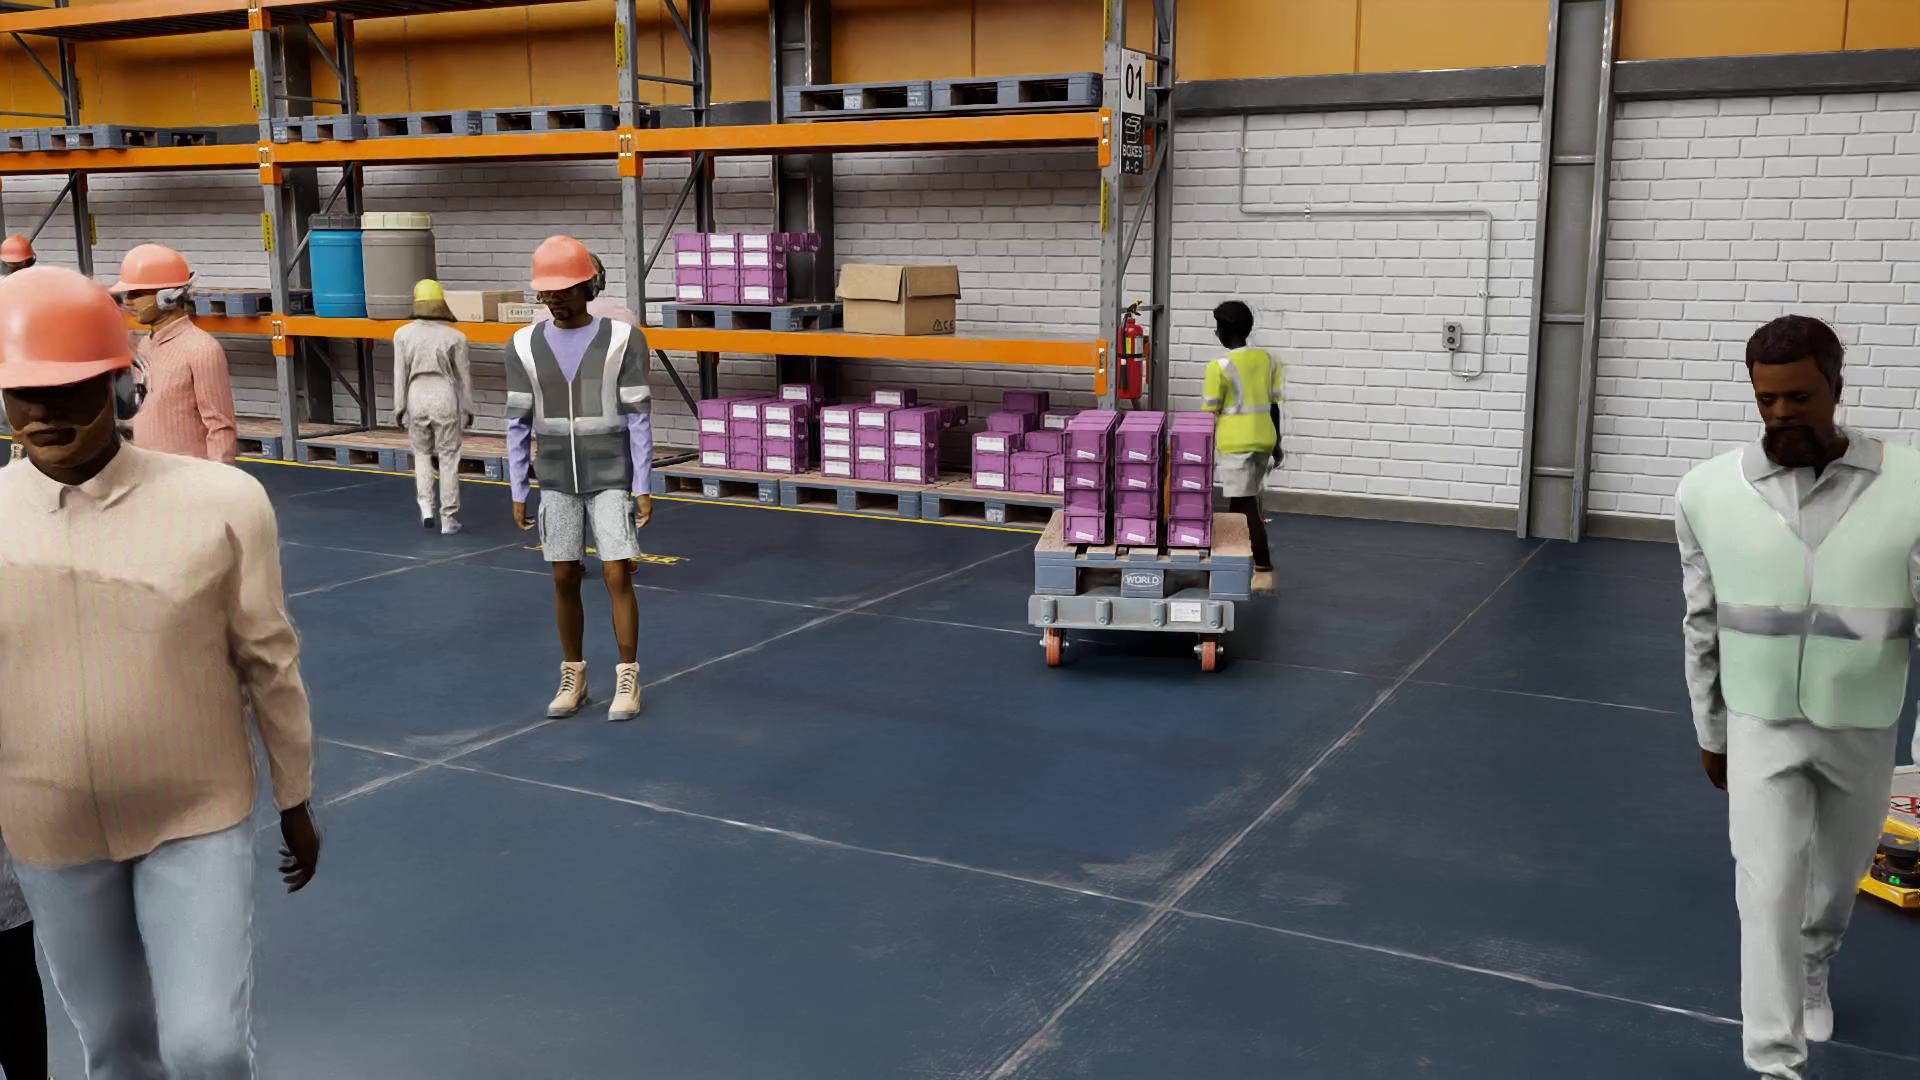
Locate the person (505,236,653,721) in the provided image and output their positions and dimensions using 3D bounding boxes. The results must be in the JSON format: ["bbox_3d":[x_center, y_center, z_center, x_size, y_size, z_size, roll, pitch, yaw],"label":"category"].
[{"bbox_3d":[-1.592,-0.243,6.960,0.612,2.028,0.409,0,10,2],"label":"person"}]

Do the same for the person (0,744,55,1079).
[{"bbox_3d":[-2.117,0.564,3.423,0.539,1.696,0.317,-7,12,-32],"label":"person"}]

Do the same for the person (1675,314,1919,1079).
[{"bbox_3d":[1.961,0.400,3.879,0.603,1.862,1.010,5,11,23],"label":"person"}]

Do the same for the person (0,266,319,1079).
[{"bbox_3d":[-1.485,0.519,2.914,0.648,1.966,0.670,-3,11,-16],"label":"person"}]

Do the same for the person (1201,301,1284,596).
[{"bbox_3d":[1.548,-0.539,9.572,0.542,1.649,0.857,-8,13,-36],"label":"person"}]

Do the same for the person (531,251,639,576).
[{"bbox_3d":[-2.181,-0.720,9.802,0.635,1.937,0.352,0,10,-1],"label":"person"}]

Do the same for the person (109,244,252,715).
[{"bbox_3d":[-3.239,-0.220,6.909,0.622,1.990,0.396,8,13,38],"label":"person"}]

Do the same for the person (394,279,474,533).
[{"bbox_3d":[-3.578,-0.906,11.355,0.497,1.728,0.360,-1,10,-4],"label":"person"}]
